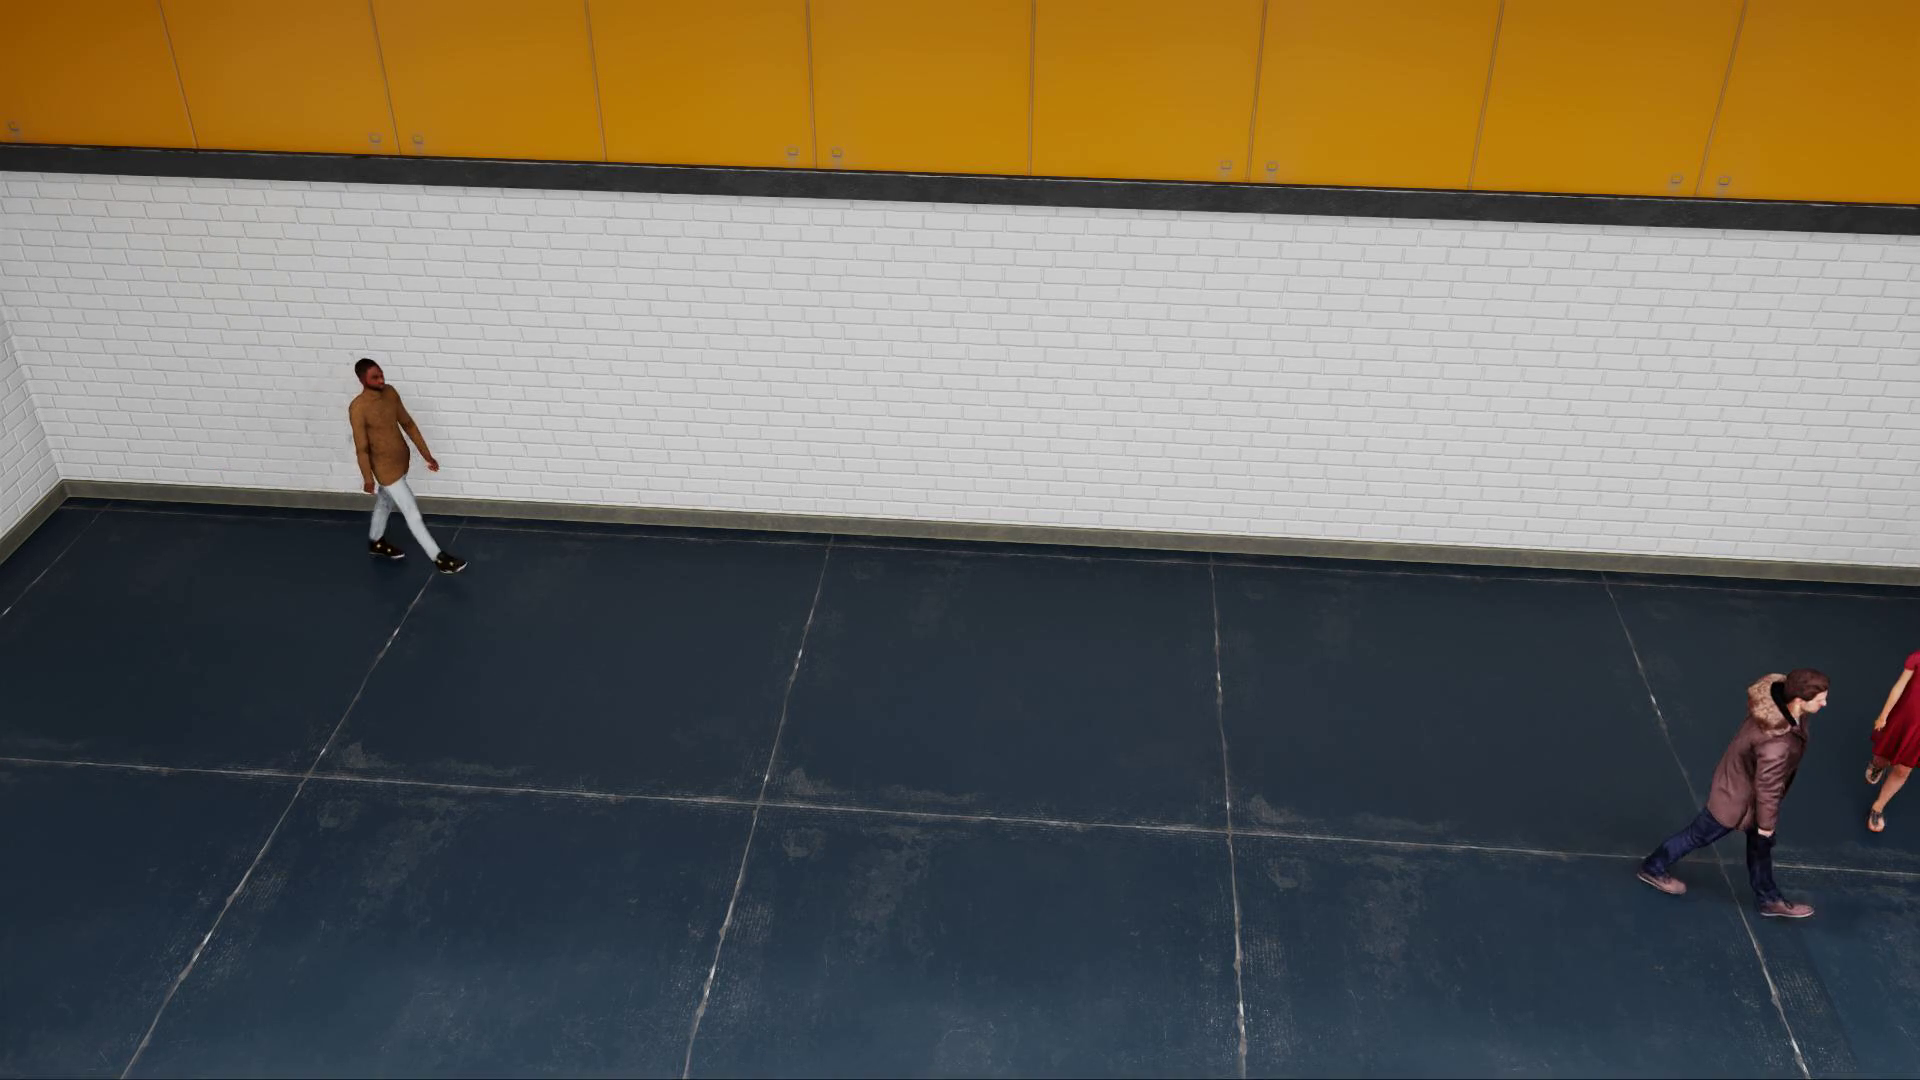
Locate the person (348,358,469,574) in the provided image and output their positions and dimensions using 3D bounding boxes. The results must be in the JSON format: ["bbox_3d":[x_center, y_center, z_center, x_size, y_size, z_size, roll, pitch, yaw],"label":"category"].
[{"bbox_3d":[-4.344,-0.557,12.471,0.897,1.766,1.163,10,35,15],"label":"person"}]

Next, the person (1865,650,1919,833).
[{"bbox_3d":[5.879,1.077,10.219,0.744,1.537,0.891,20,39,28],"label":"person"}]

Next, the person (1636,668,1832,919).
[{"bbox_3d":[4.388,1.409,9.491,1.168,1.791,1.267,17,37,24],"label":"person"}]
